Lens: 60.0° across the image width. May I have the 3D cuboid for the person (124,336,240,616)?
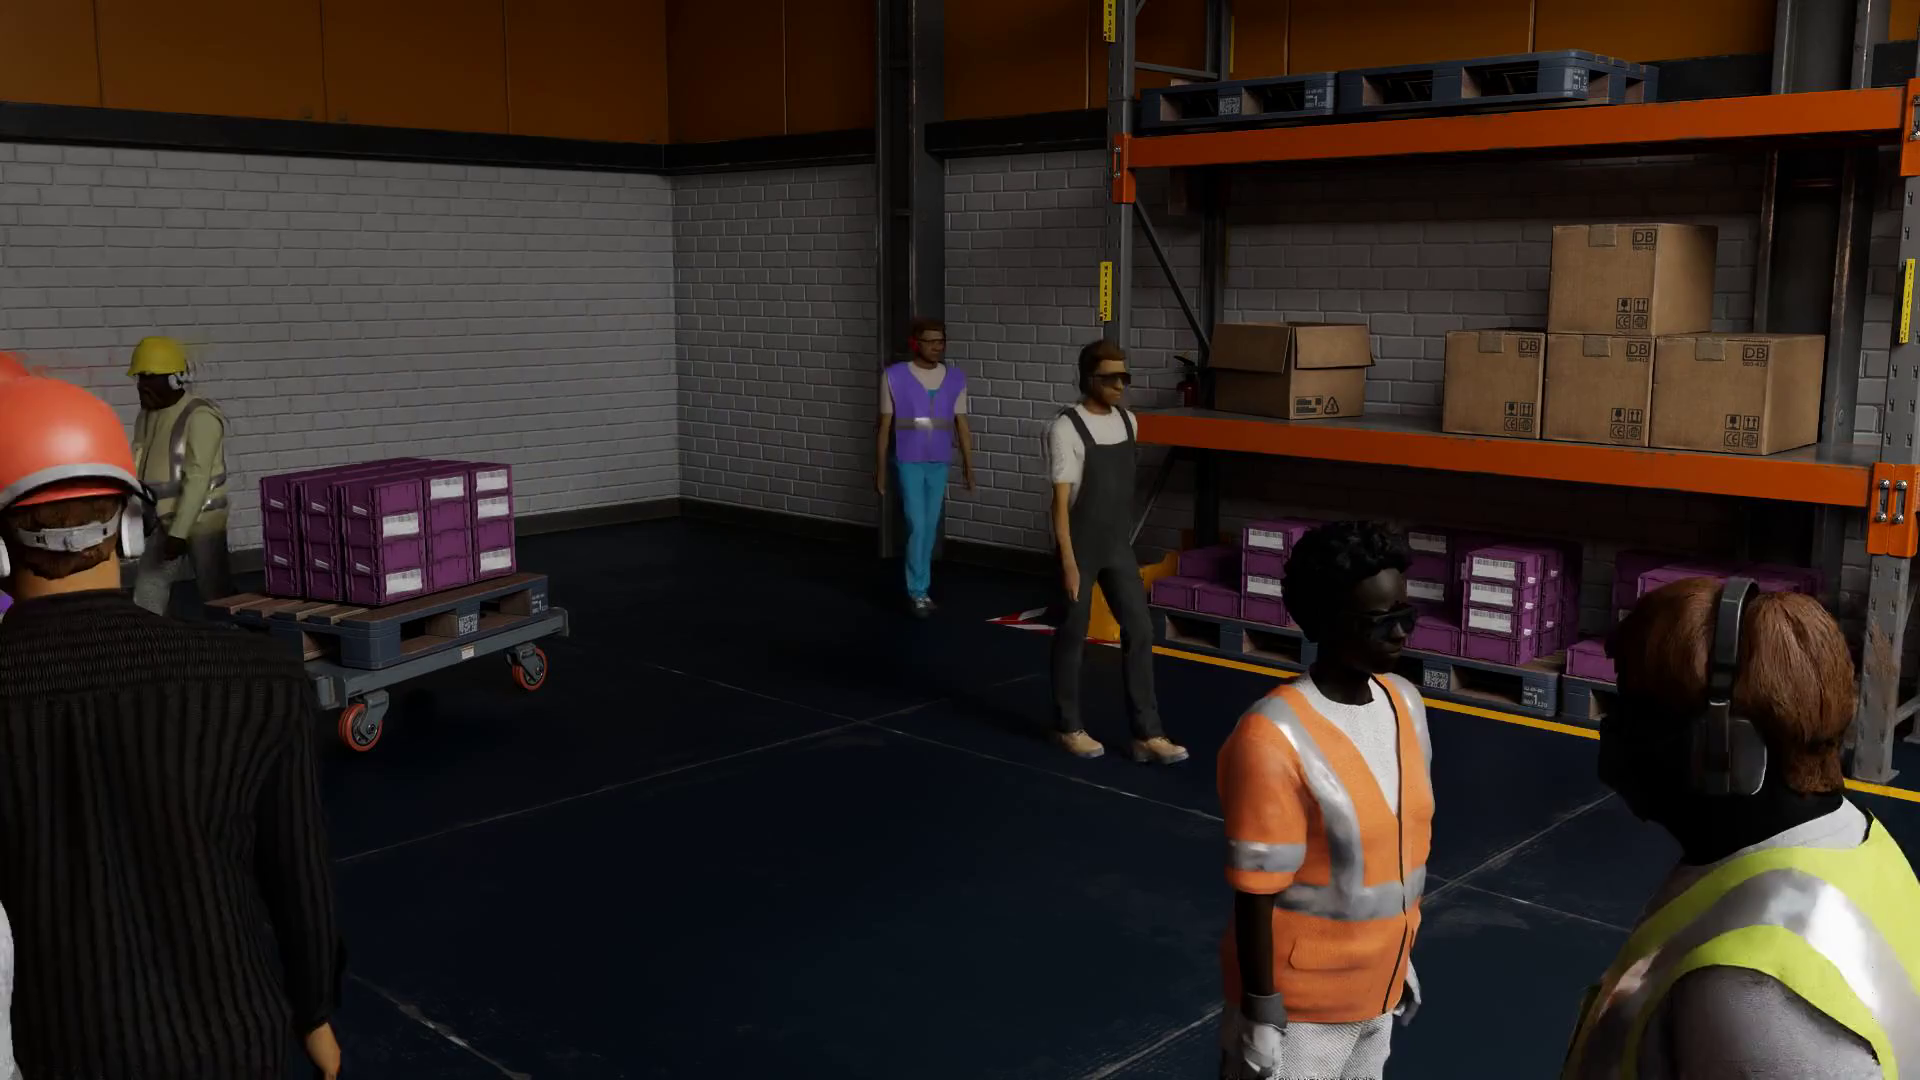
[{"bbox_3d":[-3.860,-0.076,8.031,0.588,1.790,0.851,5,11,29],"label":"person"}]

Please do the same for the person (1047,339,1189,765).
[{"bbox_3d":[0.650,0.076,7.019,0.553,1.817,0.802,-7,12,-38],"label":"person"}]

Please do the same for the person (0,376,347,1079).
[{"bbox_3d":[-1.186,0.760,2.357,0.639,1.972,0.449,-5,11,-29],"label":"person"}]

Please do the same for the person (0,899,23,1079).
[{"bbox_3d":[-1.087,0.921,1.450,0.419,1.943,0.614,8,12,41],"label":"person"}]

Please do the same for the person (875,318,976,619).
[{"bbox_3d":[-0.184,-0.435,10.132,0.583,1.818,0.696,-5,10,-28],"label":"person"}]

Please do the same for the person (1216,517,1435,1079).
[{"bbox_3d":[0.653,0.796,2.984,0.537,1.696,0.321,-9,13,-44],"label":"person"}]

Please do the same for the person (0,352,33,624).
[{"bbox_3d":[-2.603,0.406,4.749,0.896,1.906,0.558,-1,9,-7],"label":"person"}]

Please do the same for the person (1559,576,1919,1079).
[{"bbox_3d":[0.785,0.923,1.904,0.947,1.788,0.664,6,11,32],"label":"person"}]
